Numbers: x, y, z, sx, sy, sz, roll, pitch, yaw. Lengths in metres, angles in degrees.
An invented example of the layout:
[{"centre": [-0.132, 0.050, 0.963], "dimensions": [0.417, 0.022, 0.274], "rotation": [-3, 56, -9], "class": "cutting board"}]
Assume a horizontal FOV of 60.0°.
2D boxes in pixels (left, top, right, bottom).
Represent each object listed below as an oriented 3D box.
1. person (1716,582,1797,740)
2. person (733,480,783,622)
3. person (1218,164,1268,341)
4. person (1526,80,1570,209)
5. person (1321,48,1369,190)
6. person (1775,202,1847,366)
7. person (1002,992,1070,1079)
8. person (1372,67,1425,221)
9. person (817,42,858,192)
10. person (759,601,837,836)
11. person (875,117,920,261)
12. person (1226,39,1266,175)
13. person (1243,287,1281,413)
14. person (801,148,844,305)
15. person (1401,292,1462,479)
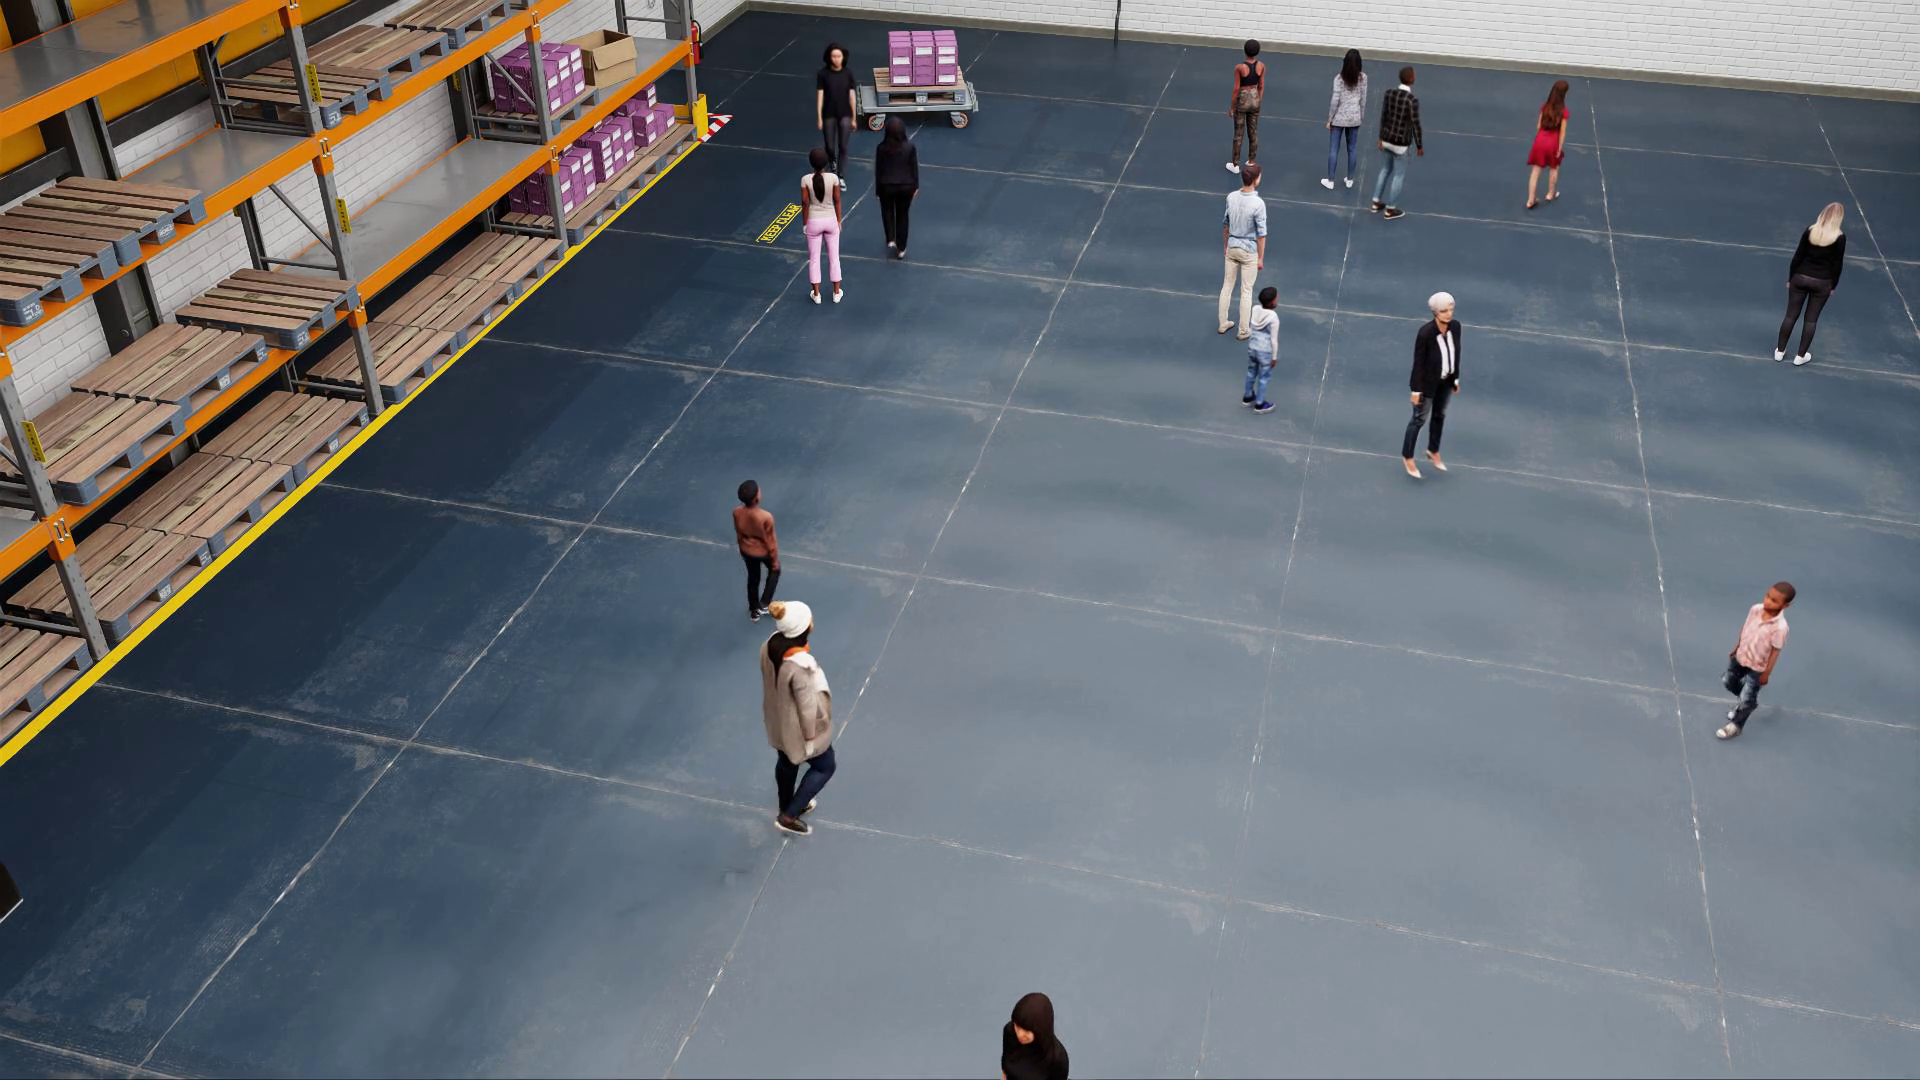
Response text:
[{"centre": [5.717, 0.838, 11.856], "dimensions": [0.725, 1.301, 0.672], "rotation": [-9, 35, -13], "class": "person"}, {"centre": [-1.616, 0.116, 12.991], "dimensions": [0.561, 1.246, 0.531], "rotation": [13, 36, 19], "class": "person"}, {"centre": [2.902, -2.972, 17.094], "dimensions": [0.728, 1.847, 0.713], "rotation": [28, 43, 35], "class": "person"}, {"centre": [7.050, -4.747, 20.048], "dimensions": [0.720, 1.534, 0.899], "rotation": [22, 40, 30], "class": "person"}, {"centre": [4.768, -5.211, 20.567], "dimensions": [0.682, 1.732, 0.654], "rotation": [-4, 34, -6], "class": "person"}, {"centre": [8.507, -2.565, 16.628], "dimensions": [0.688, 1.685, 0.669], "rotation": [24, 40, 31], "class": "person"}, {"centre": [0.432, 2.844, 8.551], "dimensions": [0.807, 1.618, 1.040], "rotation": [21, 39, 28], "class": "person"}, {"centre": [5.166, -4.696, 19.715], "dimensions": [0.848, 1.817, 0.805], "rotation": [-22, 39, -29], "class": "person"}, {"centre": [-1.529, -5.283, 20.592], "dimensions": [0.822, 1.823, 0.903], "rotation": [-6, 34, -9], "class": "person"}, {"centre": [-1.156, 1.181, 10.817], "dimensions": [0.922, 1.879, 0.870], "rotation": [-25, 41, -32], "class": "person"}, {"centre": [-0.715, -3.935, 18.765], "dimensions": [0.766, 1.602, 0.799], "rotation": [-3, 34, -4], "class": "person"}, {"centre": [3.623, -5.486, 21.010], "dimensions": [0.657, 1.700, 0.674], "rotation": [-7, 34, -11], "class": "person"}, {"centre": [2.887, -1.843, 15.927], "dimensions": [0.612, 1.258, 0.559], "rotation": [-23, 40, -30], "class": "person"}, {"centre": [-1.473, -3.365, 17.781], "dimensions": [0.644, 1.742, 0.638], "rotation": [-5, 34, -7], "class": "person"}, {"centre": [4.212, -1.381, 14.631], "dimensions": [0.836, 1.780, 0.790], "rotation": [-14, 36, -21], "class": "person"}]
